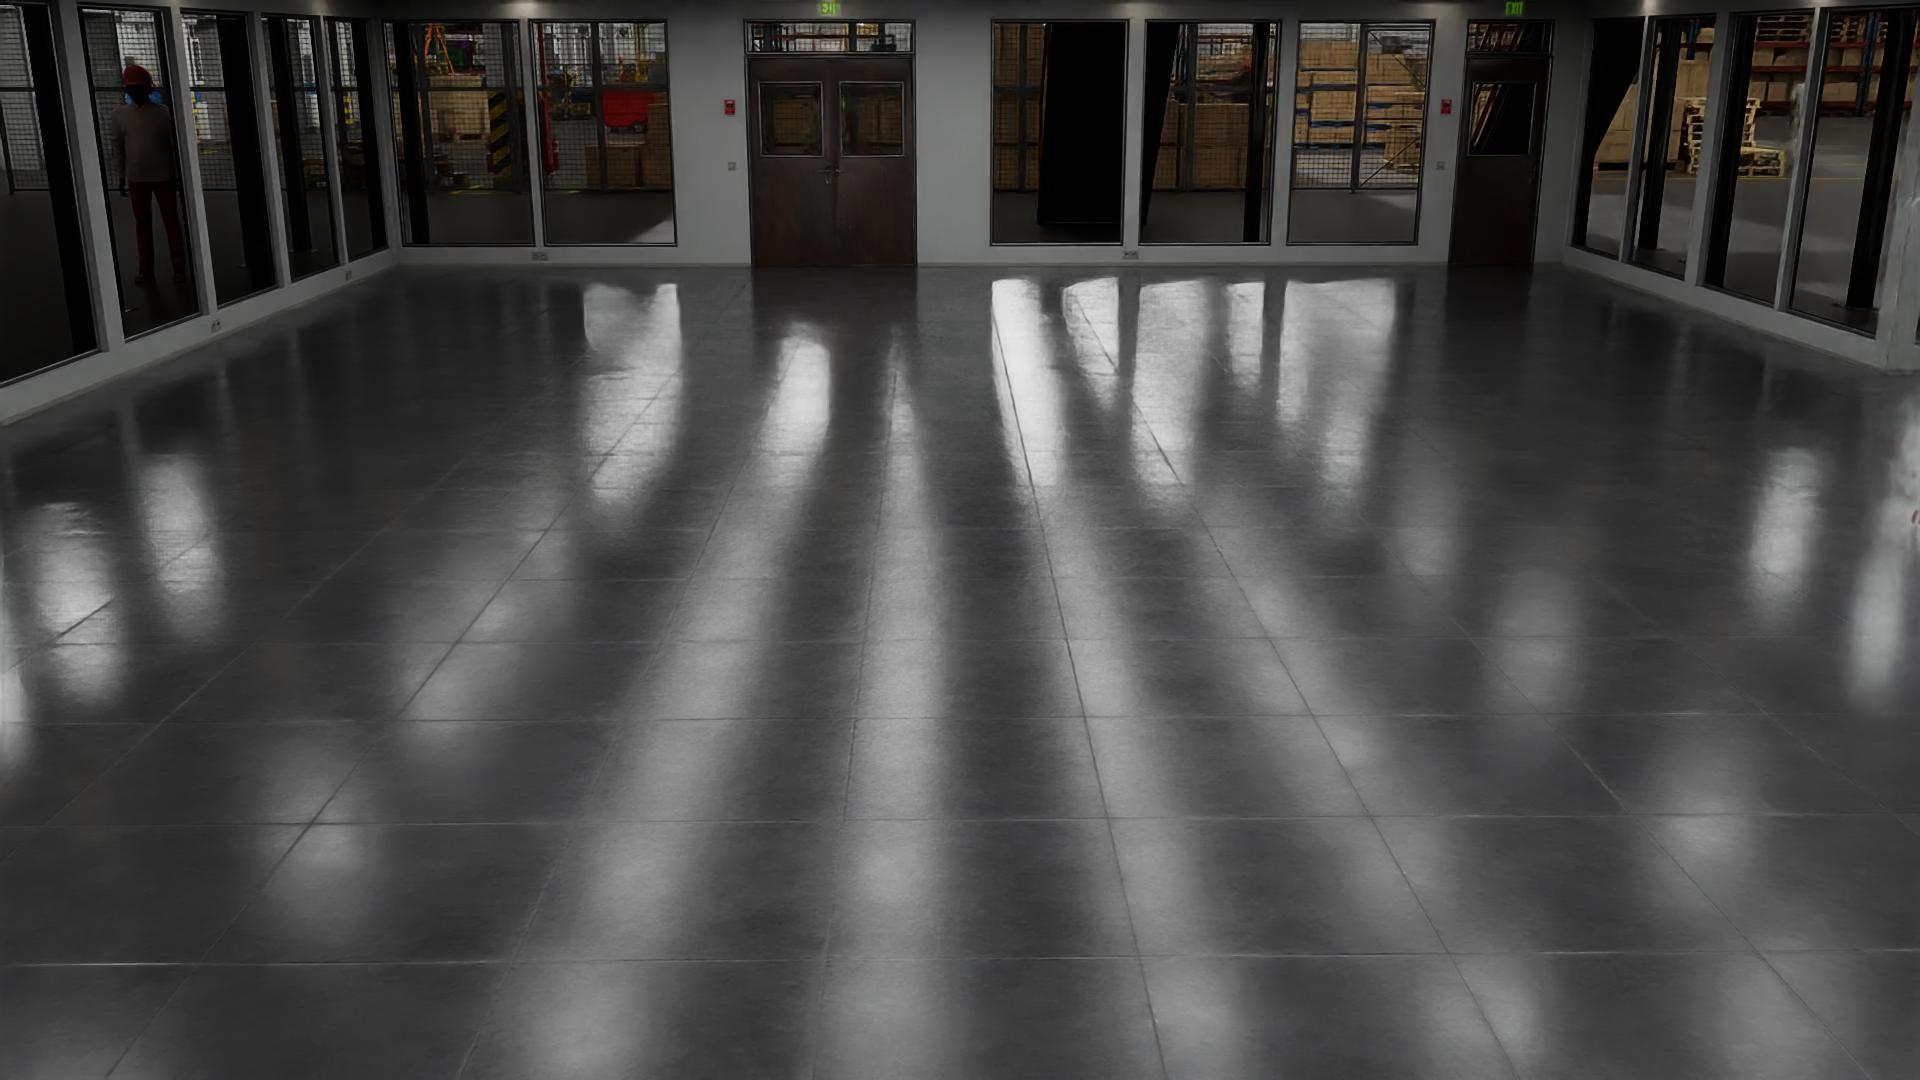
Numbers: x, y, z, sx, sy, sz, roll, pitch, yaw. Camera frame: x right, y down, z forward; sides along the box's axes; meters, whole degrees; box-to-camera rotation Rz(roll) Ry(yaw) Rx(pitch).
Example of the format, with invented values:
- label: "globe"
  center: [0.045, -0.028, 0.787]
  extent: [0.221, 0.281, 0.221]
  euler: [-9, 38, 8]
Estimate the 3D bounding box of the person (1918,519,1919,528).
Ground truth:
- label: "person"
  center: [4.458, -0.886, 7.221]
  extent: [0.522, 1.854, 0.429]
  euler: [-4, 17, -14]
